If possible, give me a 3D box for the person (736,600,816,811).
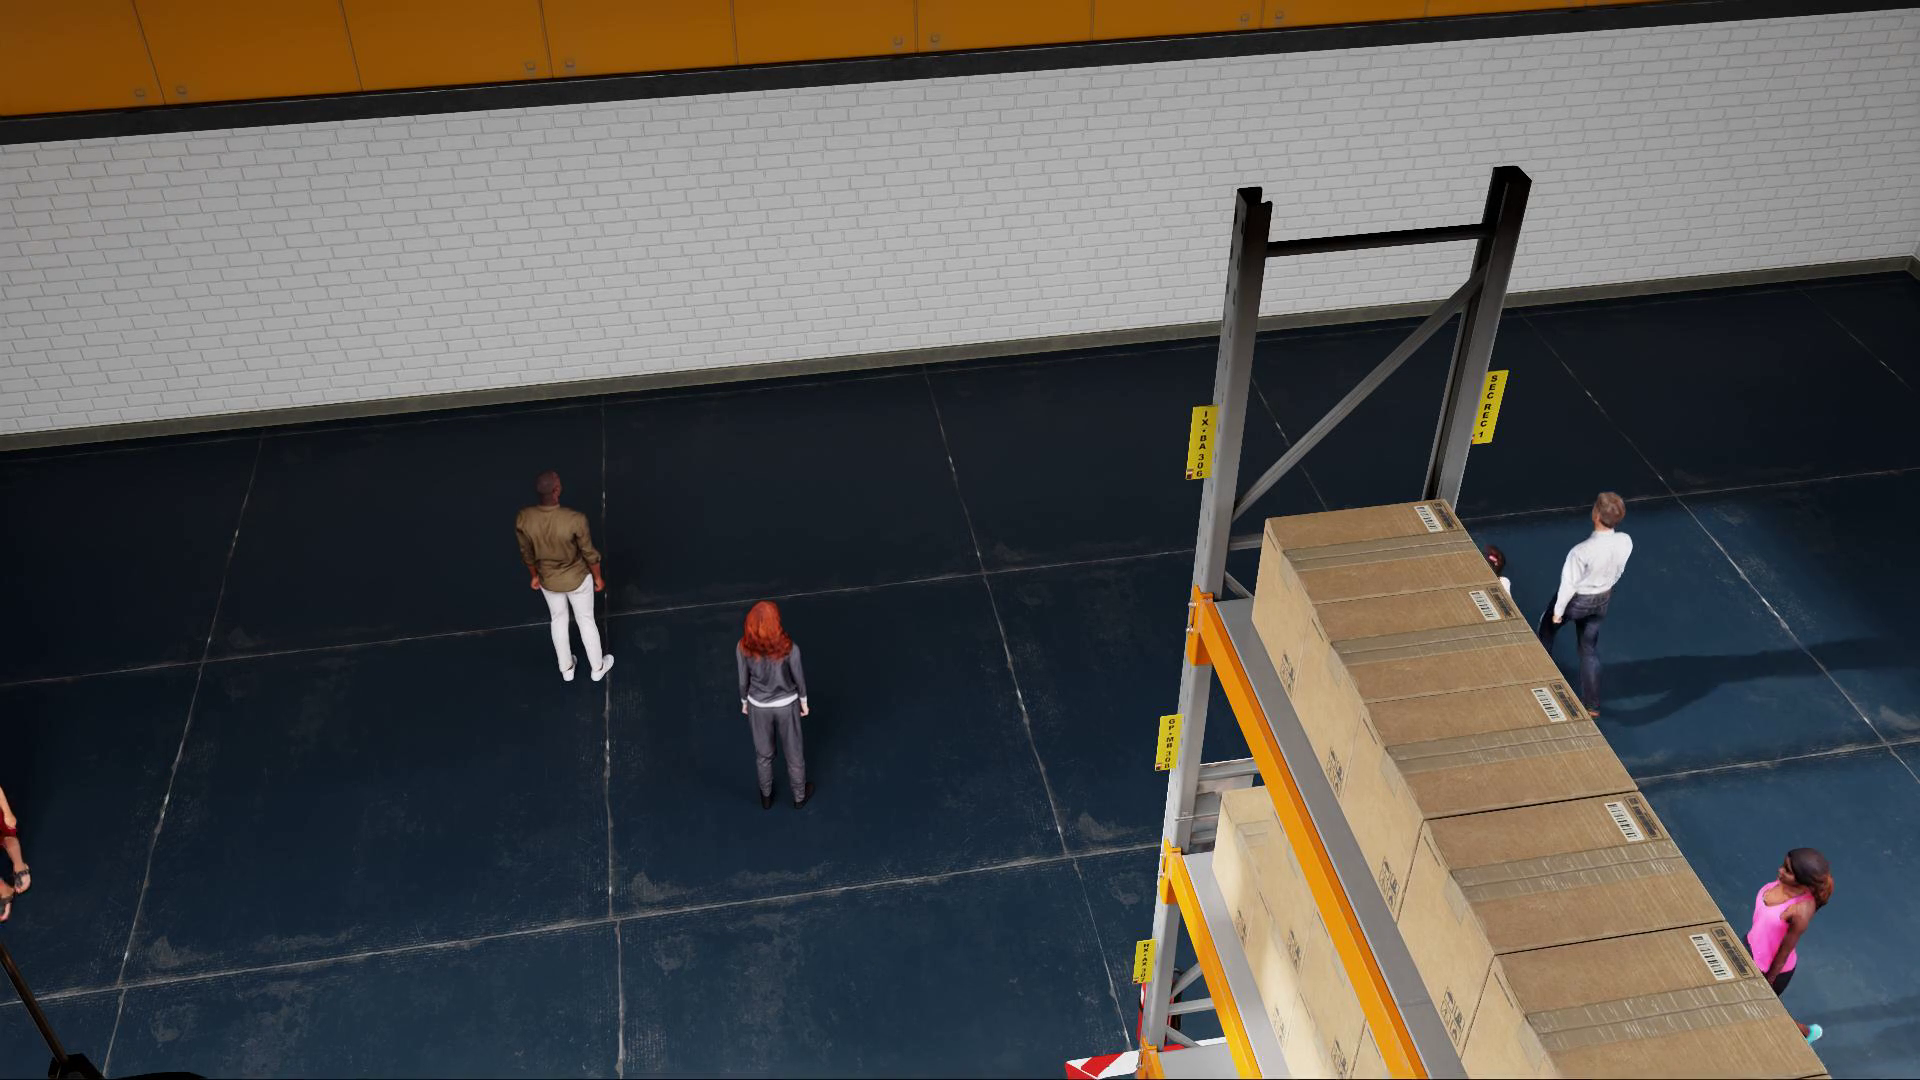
[{"bbox_3d":[-1.223,1.090,10.910,0.631,1.779,0.566,2,39,3],"label":"person"}]

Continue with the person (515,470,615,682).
[{"bbox_3d":[-2.824,0.275,11.894,0.776,1.824,0.676,3,39,3],"label":"person"}]

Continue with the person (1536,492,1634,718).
[{"bbox_3d":[4.417,0.465,11.683,0.733,1.791,1.088,-9,39,-11],"label":"person"}]

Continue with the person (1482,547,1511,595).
[{"bbox_3d":[3.672,0.691,11.694,0.661,1.424,0.926,-15,41,-18],"label":"person"}]

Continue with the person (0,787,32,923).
[{"bbox_3d":[-6.152,1.637,10.421,0.603,1.534,0.741,-12,40,-15],"label":"person"}]
